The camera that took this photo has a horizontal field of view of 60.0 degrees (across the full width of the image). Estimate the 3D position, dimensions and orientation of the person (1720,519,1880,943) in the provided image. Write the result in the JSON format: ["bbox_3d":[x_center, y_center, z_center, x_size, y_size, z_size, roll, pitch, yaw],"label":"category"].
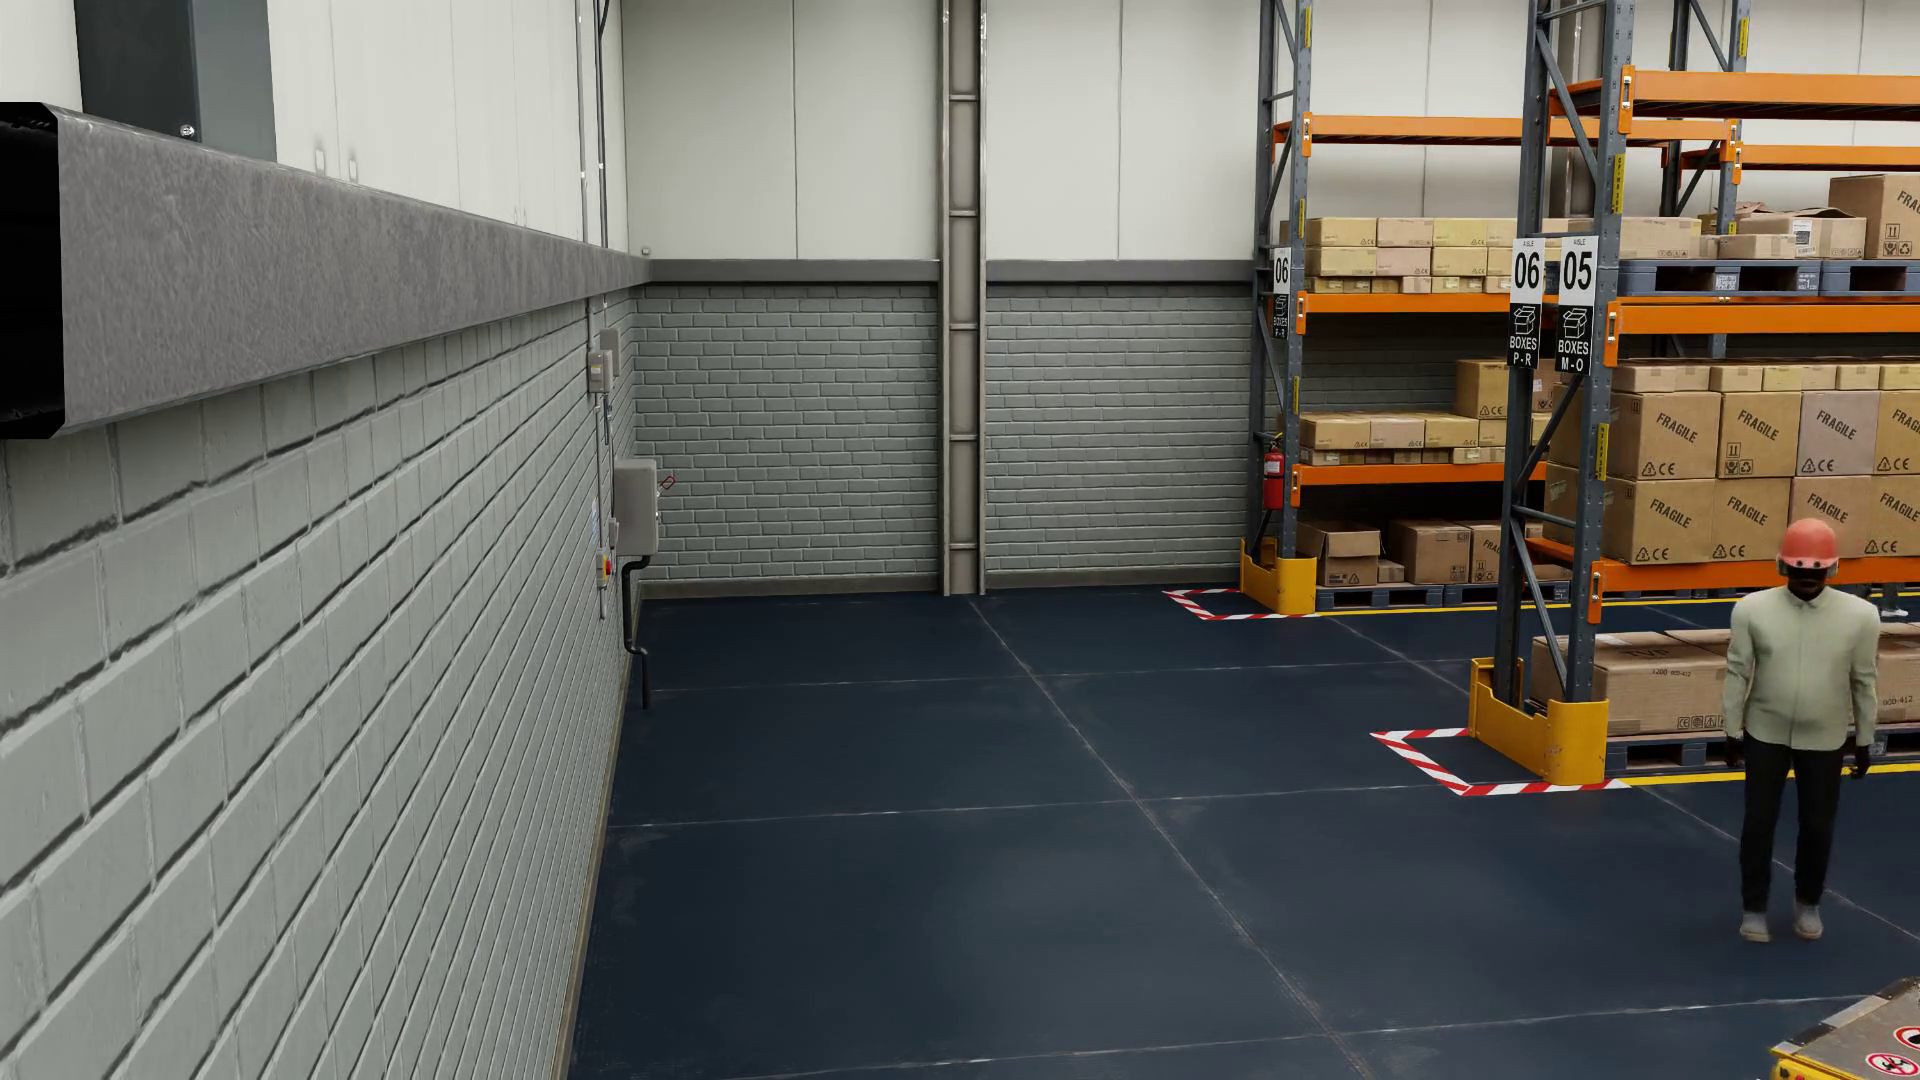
[{"bbox_3d":[3.747,0.858,7.457,0.627,1.961,0.611,4,10,24],"label":"person"}]

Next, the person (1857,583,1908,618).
[{"bbox_3d":[8.148,-0.278,14.601,0.393,1.921,0.589,-5,11,-30],"label":"person"}]

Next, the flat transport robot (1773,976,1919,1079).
[{"bbox_3d":[3.481,1.930,6.033,1.431,0.197,0.652,-7,11,-36],"label":"flat transport robot"}]
